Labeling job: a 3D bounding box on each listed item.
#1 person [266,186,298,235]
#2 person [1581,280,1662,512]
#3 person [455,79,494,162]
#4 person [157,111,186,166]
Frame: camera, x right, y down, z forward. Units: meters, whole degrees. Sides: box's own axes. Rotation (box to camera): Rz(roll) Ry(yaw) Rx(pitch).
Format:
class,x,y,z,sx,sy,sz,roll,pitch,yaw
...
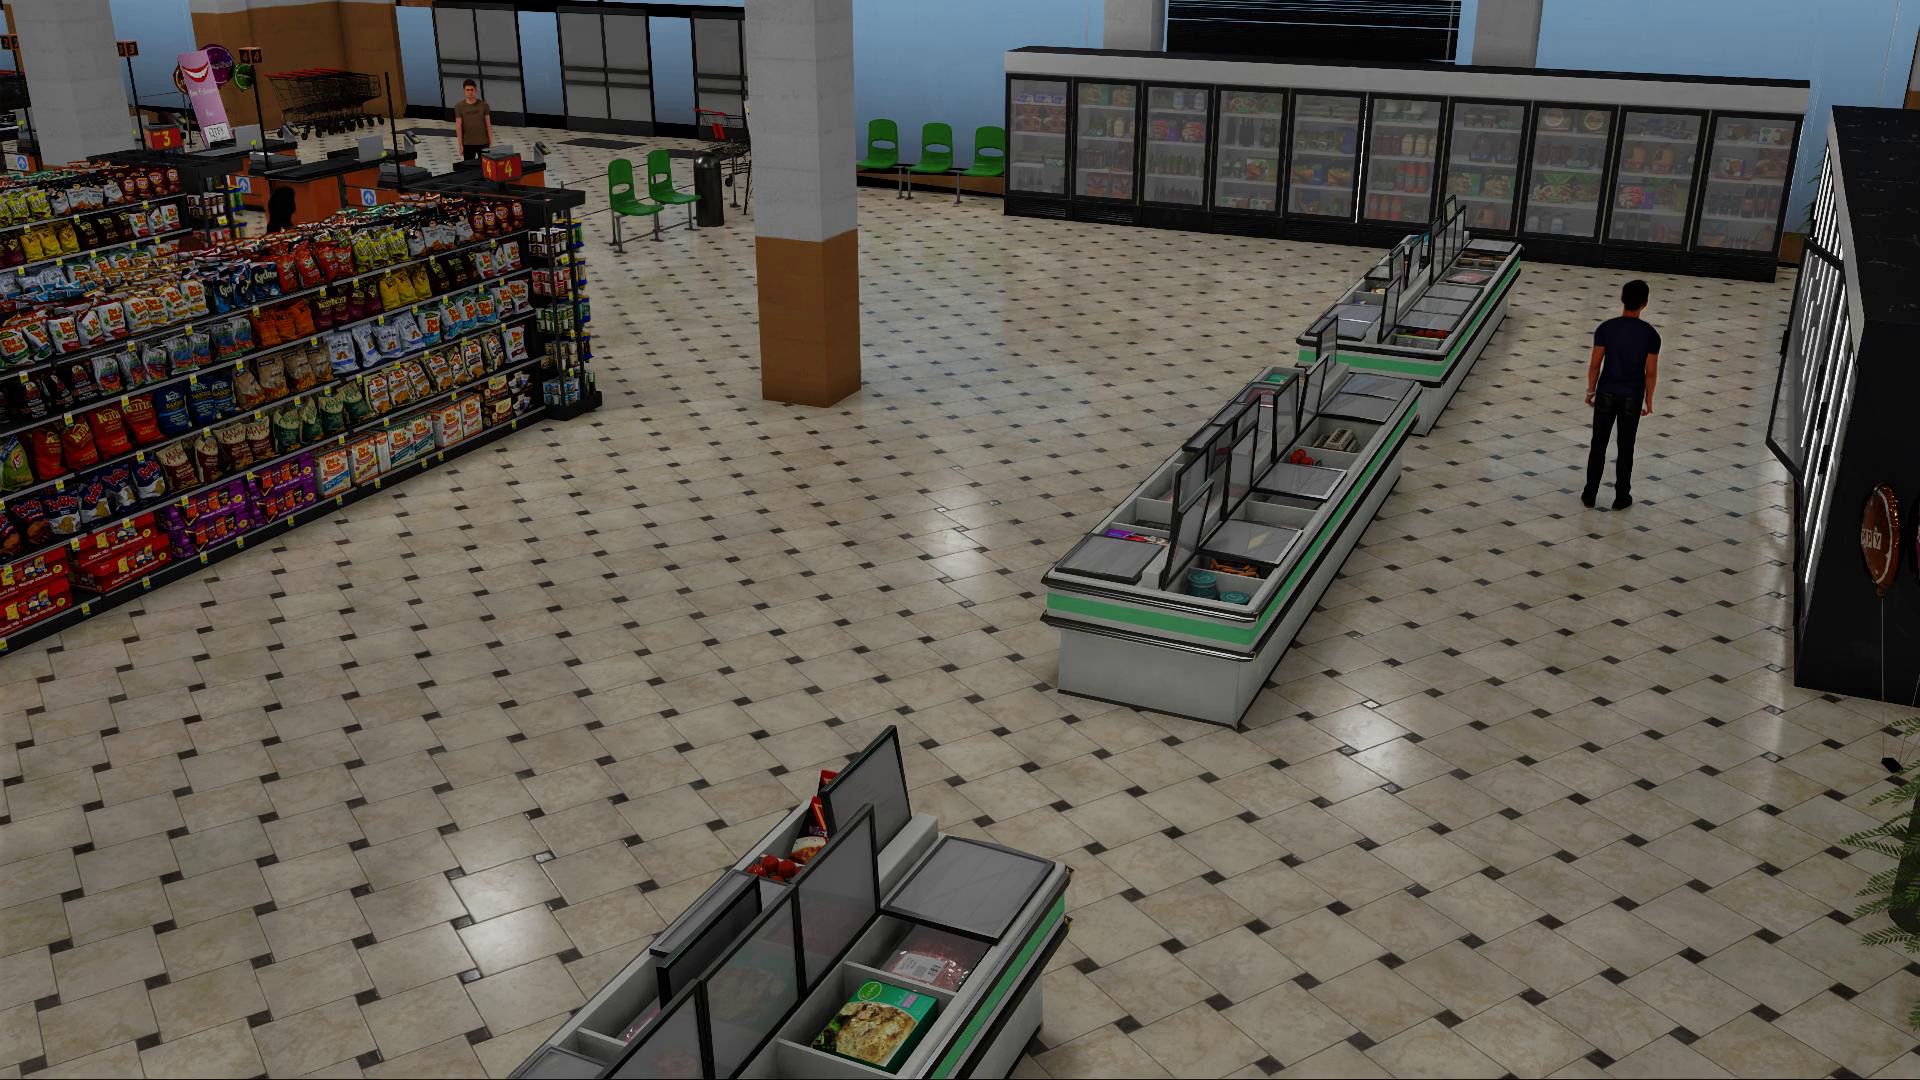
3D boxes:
class,x,y,z,sx,sy,sz,roll,pitch,yaw
person,-6.650,-2.518,16.284,0.812,1.795,1.228,14,26,31
person,5.065,-1.111,12.788,0.643,1.790,0.501,10,24,23
person,-7.105,-5.814,24.411,0.729,1.851,0.805,-9,24,-22
person,-10.184,-4.648,21.584,0.606,1.795,0.515,10,24,23
